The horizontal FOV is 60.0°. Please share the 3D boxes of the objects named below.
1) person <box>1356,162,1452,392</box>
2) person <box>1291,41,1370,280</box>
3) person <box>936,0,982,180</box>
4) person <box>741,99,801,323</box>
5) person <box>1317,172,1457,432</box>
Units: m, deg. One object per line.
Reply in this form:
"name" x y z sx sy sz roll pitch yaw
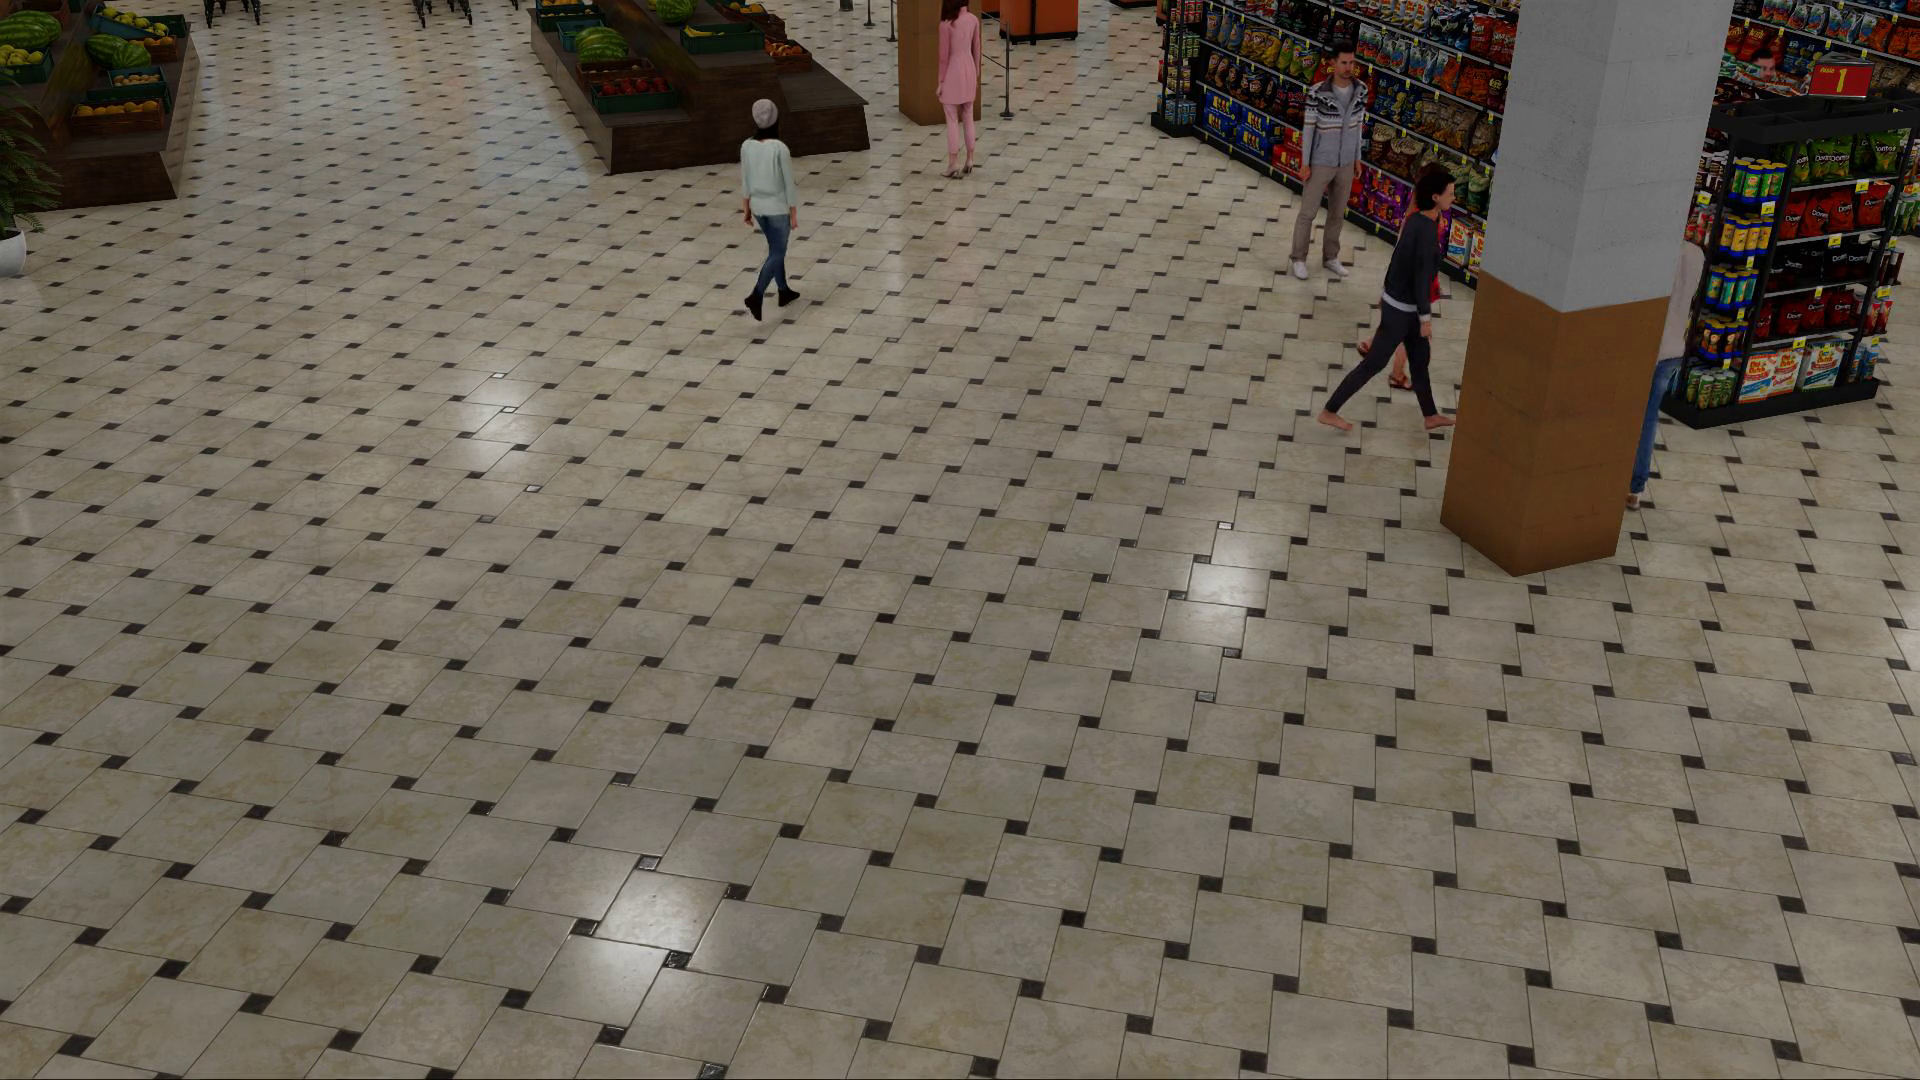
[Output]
"person" 2.975 -1.768 11.187 0.869 1.576 0.815 14 32 24
"person" 2.941 -3.018 13.181 0.693 1.860 0.548 -8 30 -15
"person" -0.012 -4.303 15.593 0.656 1.803 0.596 -18 33 -29
"person" -1.440 -2.426 12.342 1.016 1.624 1.073 13 31 22
"person" 2.697 -1.441 10.445 1.061 1.714 1.203 3 29 6
